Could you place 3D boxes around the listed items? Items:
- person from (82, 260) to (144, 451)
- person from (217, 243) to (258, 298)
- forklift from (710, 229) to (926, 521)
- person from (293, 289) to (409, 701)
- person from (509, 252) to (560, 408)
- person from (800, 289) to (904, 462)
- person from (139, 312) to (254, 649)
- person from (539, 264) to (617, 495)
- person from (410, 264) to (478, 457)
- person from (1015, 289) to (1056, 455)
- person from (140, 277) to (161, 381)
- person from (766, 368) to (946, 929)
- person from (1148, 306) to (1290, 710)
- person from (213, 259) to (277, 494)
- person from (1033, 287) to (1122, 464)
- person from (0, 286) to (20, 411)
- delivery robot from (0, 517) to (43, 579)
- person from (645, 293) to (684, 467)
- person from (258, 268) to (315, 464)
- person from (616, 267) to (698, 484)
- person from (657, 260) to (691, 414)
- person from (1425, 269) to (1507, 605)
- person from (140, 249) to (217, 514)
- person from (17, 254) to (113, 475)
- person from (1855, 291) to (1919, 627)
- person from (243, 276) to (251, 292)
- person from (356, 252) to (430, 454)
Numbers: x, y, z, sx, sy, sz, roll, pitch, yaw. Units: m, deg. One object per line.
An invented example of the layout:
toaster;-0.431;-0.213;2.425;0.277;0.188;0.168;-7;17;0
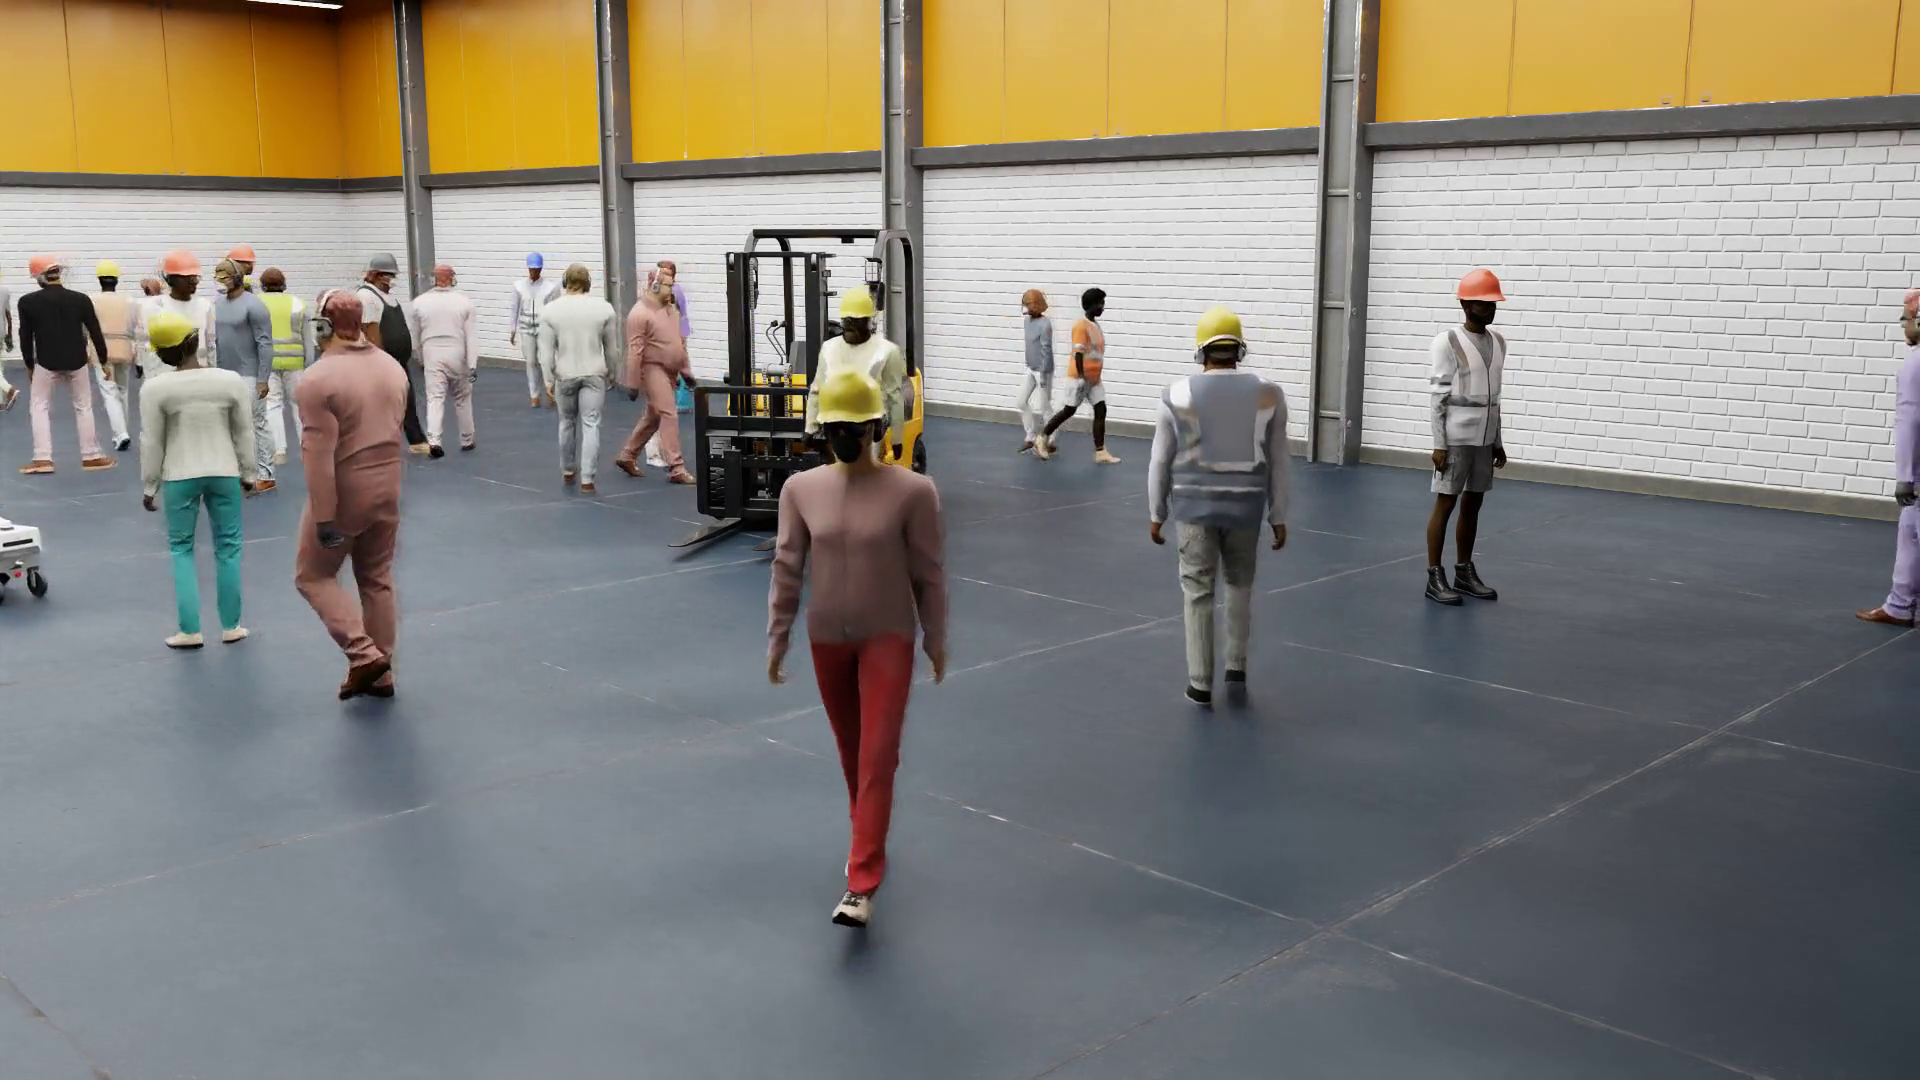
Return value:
person;-8.480;-1.848;16.652;0.598;1.891;0.951;-9;14;-40
person;-7.787;-2.200;18.137;0.397;2.042;0.616;2;11;9
forklift;-1.050;-1.319;12.920;1.214;2.155;2.313;2;11;13
person;-2.784;-0.191;7.595;0.437;1.892;0.649;5;12;26
person;-5.233;-2.587;20.557;0.628;1.924;0.496;-1;10;-3
person;-0.706;-0.701;10.662;0.602;1.782;0.905;5;12;27
person;-3.924;-0.294;8.594;0.561;1.741;0.342;-8;13;-38
person;-3.190;-1.354;13.978;0.618;1.883;0.977;-2;11;-9
person;-4.991;-1.739;16.155;0.631;1.869;0.949;-2;11;-8
person;0.733;-1.620;16.123;0.498;1.611;0.512;-5;11;-25
person;-9.847;-2.422;20.499;0.679;1.620;0.521;4;11;21
person;-0.344;0.329;5.226;0.548;1.720;0.903;3;11;16
person;1.159;-0.149;7.559;0.623;1.814;0.512;0;10;-2
person;-5.939;-1.347;13.769;0.635;1.936;0.353;6;12;29
person;1.096;-1.545;15.618;0.836;1.661;0.528;5;12;27
person;-11.654;-2.455;20.067;0.636;1.852;0.532;4;11;23
delivery robot;-5.765;0.022;9.798;0.707;0.478;0.477;6;12;27
person;-2.761;-1.500;15.427;0.314;1.636;0.516;4;11;20
person;-6.403;-1.630;15.628;0.644;1.820;0.597;-4;11;-20
person;-2.660;-1.431;14.456;0.923;1.868;0.633;3;11;16
person;-3.524;-2.399;19.787;0.642;1.826;0.596;-1;10;-7
person;2.967;-0.596;9.670;0.543;1.940;0.361;-6;12;-29
person;-5.857;-1.177;12.629;0.659;2.021;0.634;7;13;35
person;-8.118;-1.574;14.959;0.863;1.962;0.458;-7;13;-34
person;5.258;-0.381;8.773;0.653;1.858;0.857;-7;13;-35
person;-7.600;-1.995;17.820;0.677;1.738;0.526;10;14;44
person;-5.693;-1.825;16.094;1.039;2.000;0.672;2;11;10
